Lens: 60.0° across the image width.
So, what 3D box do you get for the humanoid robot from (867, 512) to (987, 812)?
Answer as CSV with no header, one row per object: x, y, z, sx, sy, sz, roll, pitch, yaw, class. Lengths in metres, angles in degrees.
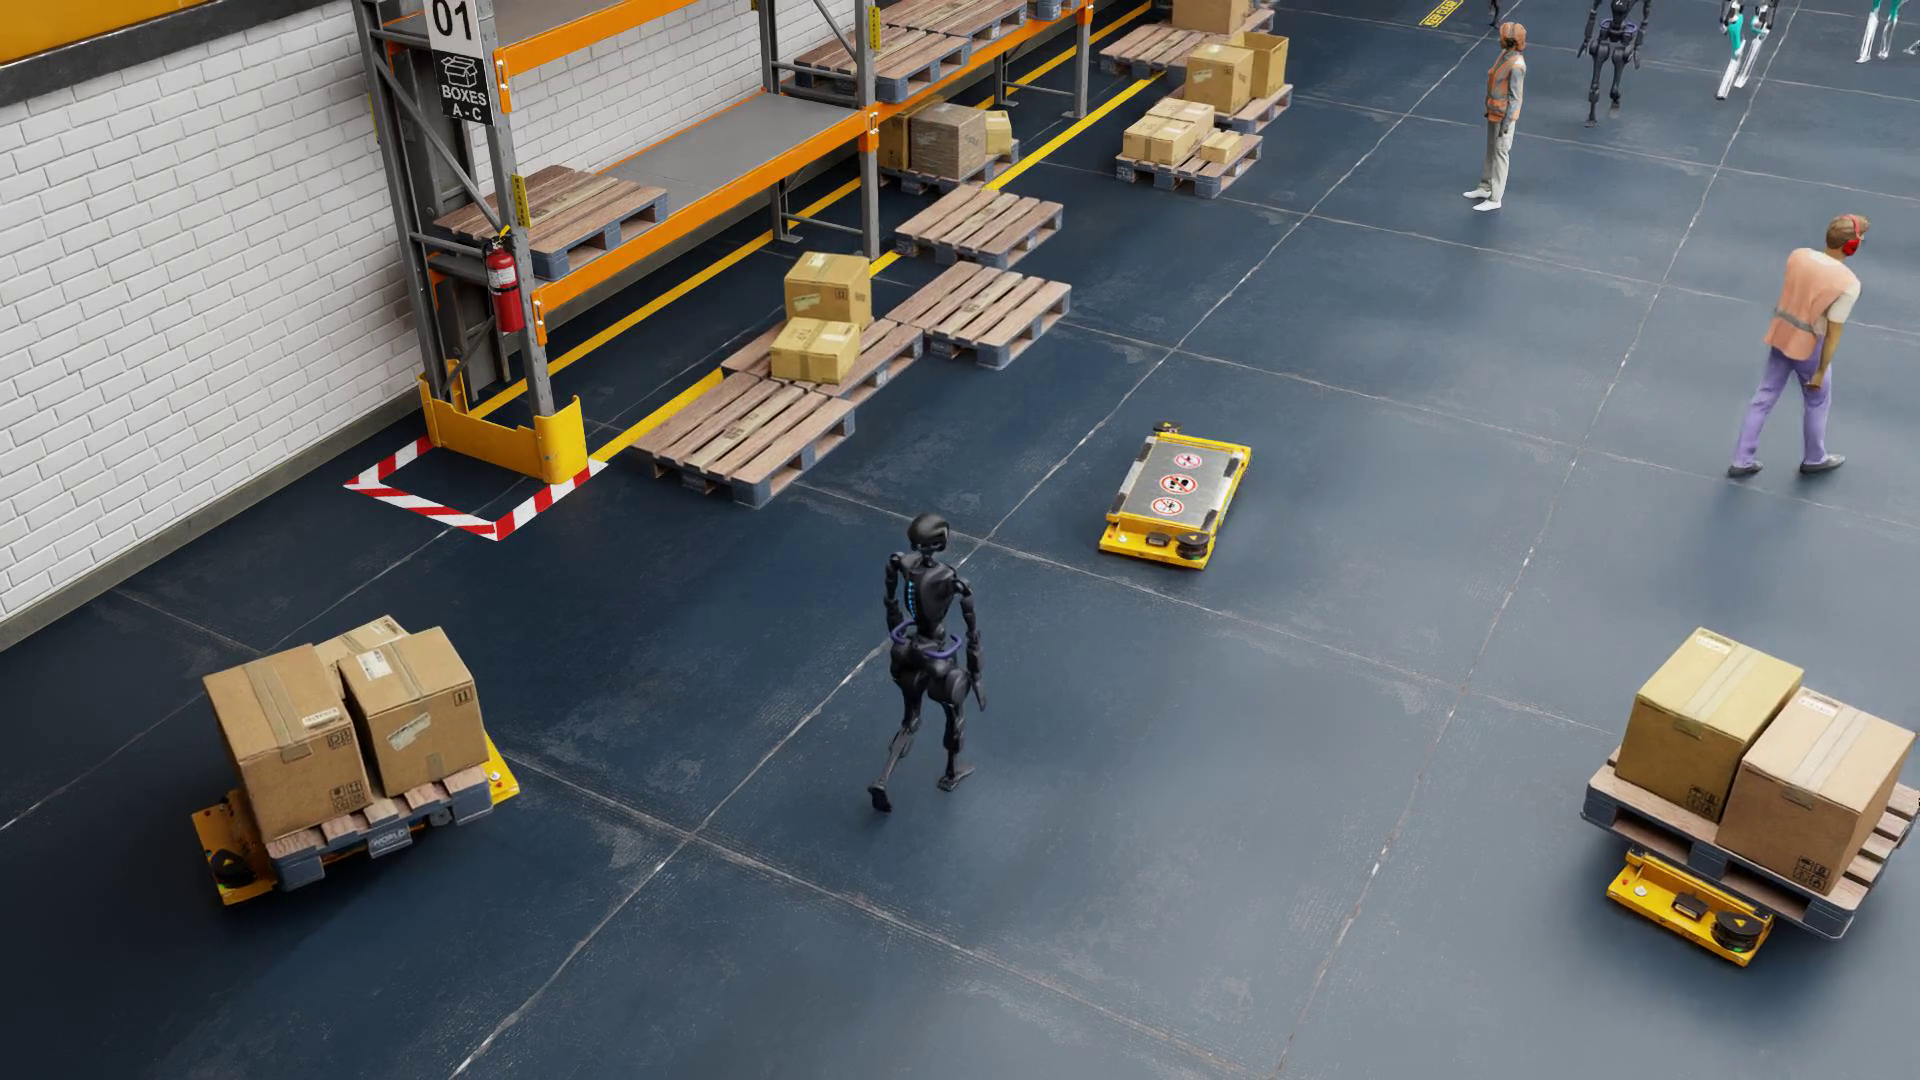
-0.175,0.604,7.968,0.589,1.634,0.643,21,39,29,humanoid robot

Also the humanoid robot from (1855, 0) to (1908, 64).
10.085,-5.953,17.920,0.555,1.891,0.791,27,42,35,humanoid robot

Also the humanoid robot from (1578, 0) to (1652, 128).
6.395,-4.876,16.247,0.609,1.640,0.427,20,38,27,humanoid robot

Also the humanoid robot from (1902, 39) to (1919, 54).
10.891,-6.119,18.086,0.537,1.783,0.762,-29,43,-36,humanoid robot

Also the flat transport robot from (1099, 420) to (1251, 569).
1.396,-0.308,10.615,0.659,0.231,1.431,11,35,16,flat transport robot

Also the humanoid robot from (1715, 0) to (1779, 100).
8.029,-5.328,16.896,0.549,1.737,1.057,22,39,30,humanoid robot

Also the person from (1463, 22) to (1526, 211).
4.704,-3.683,14.478,0.312,1.636,0.513,1,33,2,person

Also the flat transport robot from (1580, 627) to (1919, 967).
3.737,1.437,7.974,0.659,0.231,1.431,27,42,35,flat transport robot

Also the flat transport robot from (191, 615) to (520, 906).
-2.984,1.274,8.221,1.431,0.231,0.659,-20,38,-27,flat transport robot

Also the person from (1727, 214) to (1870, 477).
5.456,-1.233,10.615,0.866,1.813,0.587,-13,36,-18,person

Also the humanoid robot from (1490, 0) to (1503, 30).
6.283,-6.774,19.130,0.612,1.632,0.599,-5,34,-8,humanoid robot
